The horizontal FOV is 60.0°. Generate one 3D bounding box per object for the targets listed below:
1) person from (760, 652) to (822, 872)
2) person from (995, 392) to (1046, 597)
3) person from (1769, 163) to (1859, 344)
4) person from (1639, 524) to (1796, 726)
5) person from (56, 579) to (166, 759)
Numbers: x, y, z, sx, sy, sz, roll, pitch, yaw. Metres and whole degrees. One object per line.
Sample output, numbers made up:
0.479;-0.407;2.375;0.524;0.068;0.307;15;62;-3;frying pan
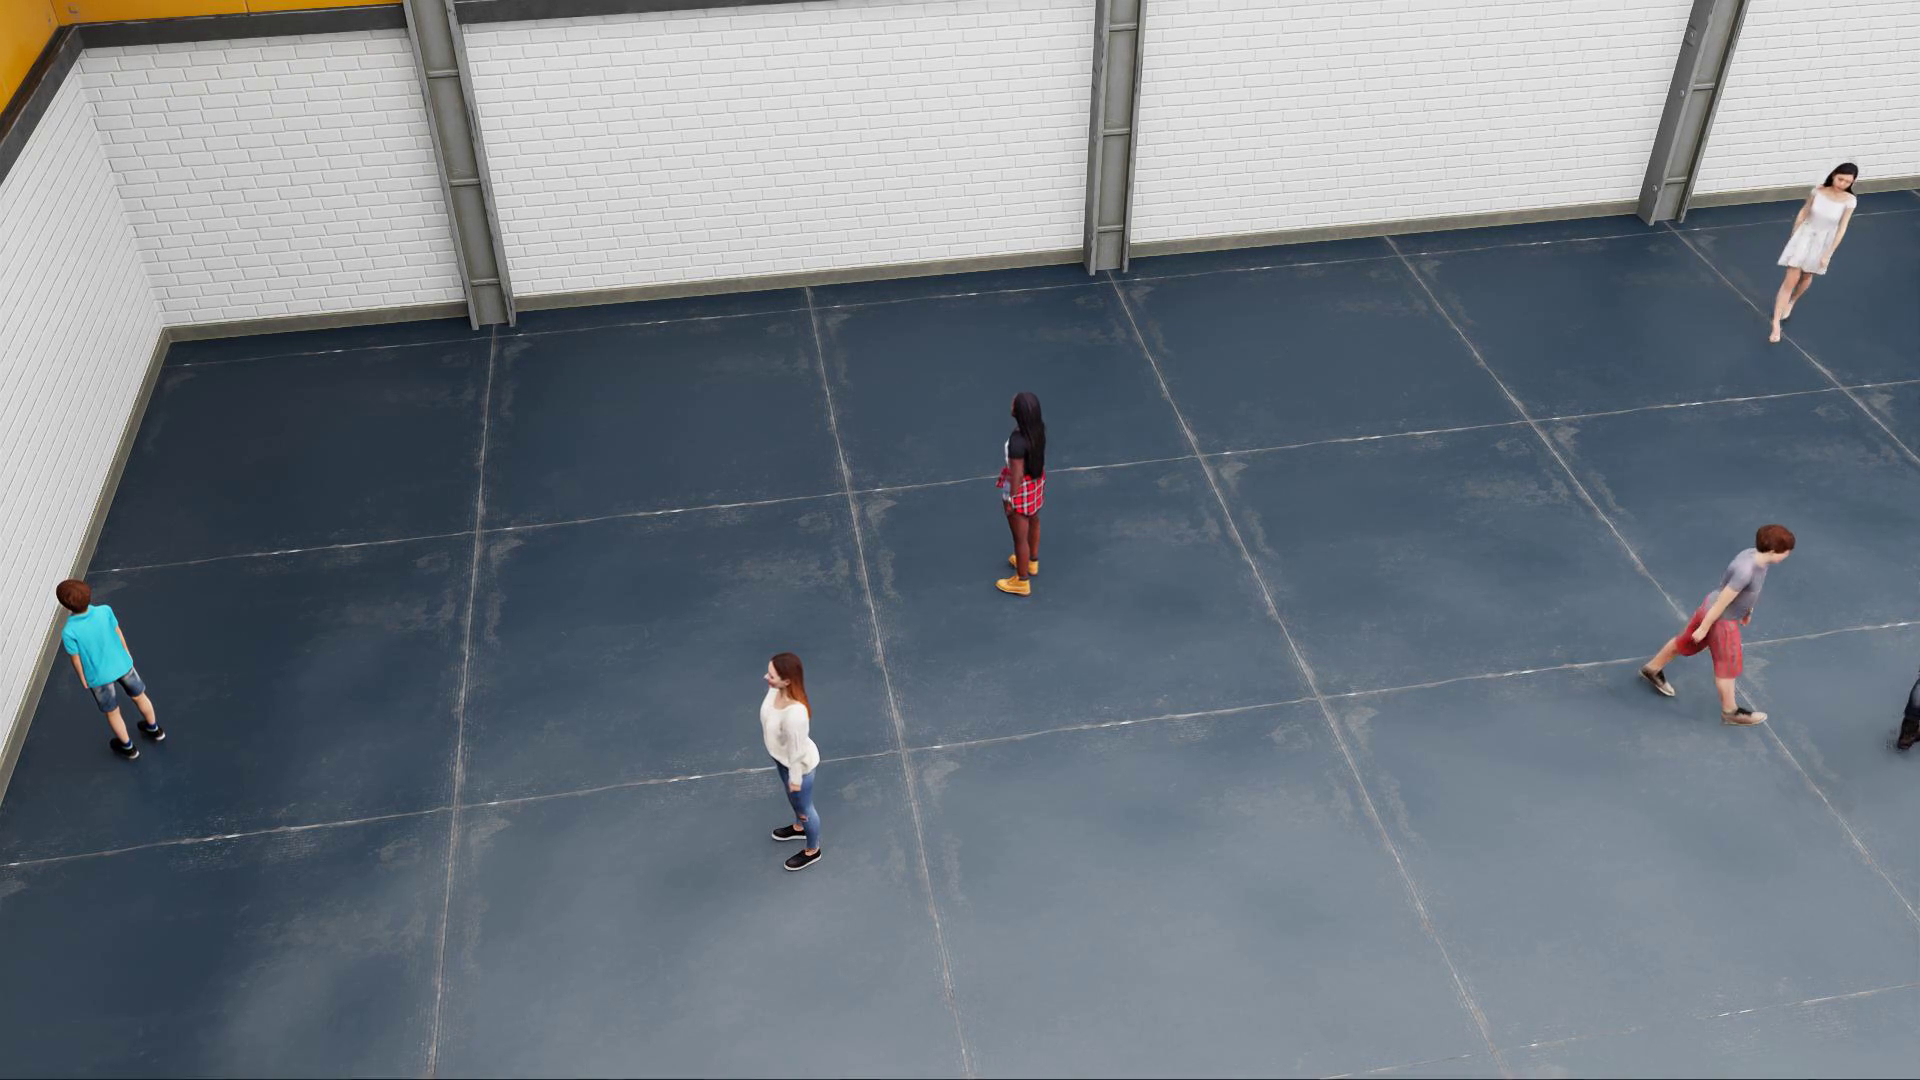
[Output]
-1.023;1.340;10.219;0.587;1.692;0.649;-12;40;-14;person
0.478;-0.365;12.324;0.752;1.729;0.713;15;41;18;person
7.805;-2.691;15.241;1.019;1.723;1.094;31;48;33;person
5.091;0.503;11.331;1.129;1.611;1.099;30;47;32;person
-5.662;0.833;11.048;0.649;1.450;0.581;26;46;29;person
